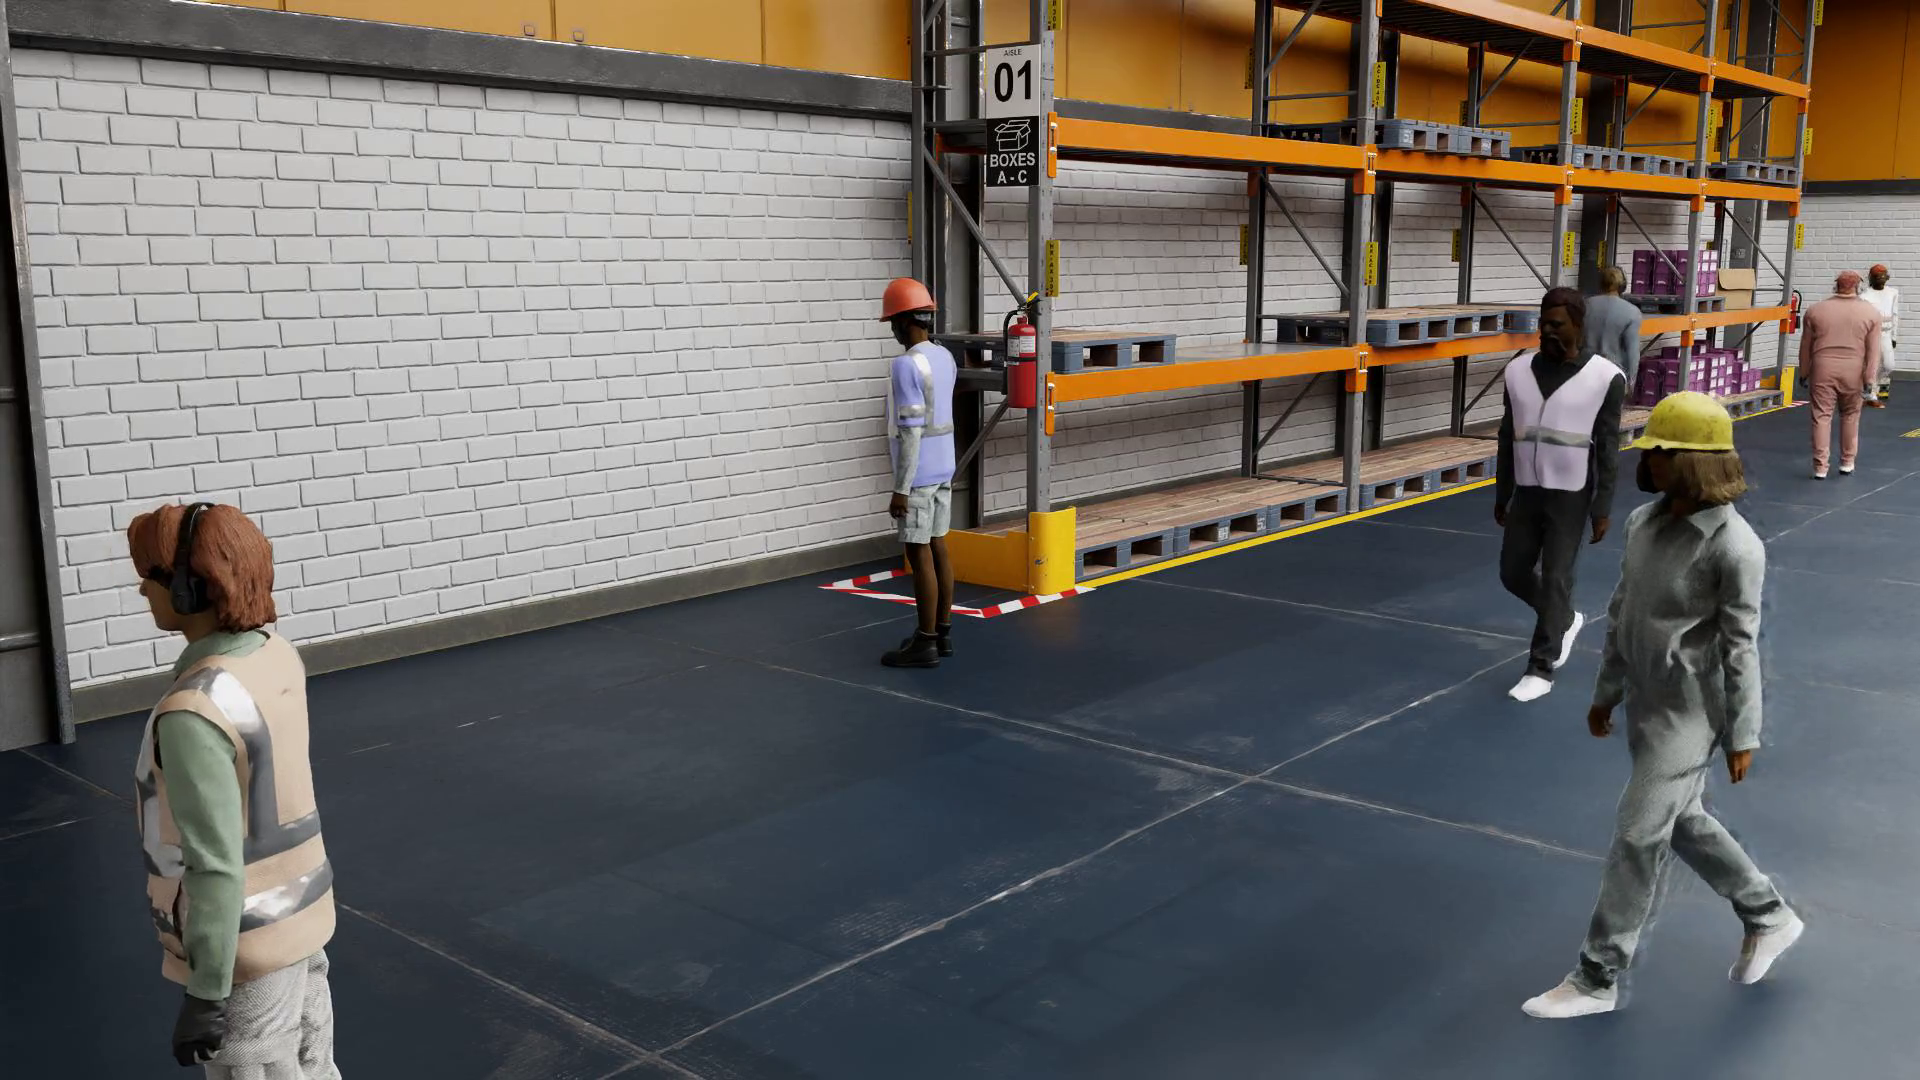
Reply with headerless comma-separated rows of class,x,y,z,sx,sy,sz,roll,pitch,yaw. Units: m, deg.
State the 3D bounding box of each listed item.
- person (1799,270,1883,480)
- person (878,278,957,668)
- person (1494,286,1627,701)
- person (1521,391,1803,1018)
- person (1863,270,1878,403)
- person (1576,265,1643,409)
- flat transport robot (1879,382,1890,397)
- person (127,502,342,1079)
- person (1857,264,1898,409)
person,7.973,-1.497,15.110,0.650,1.867,0.927,5,11,29
person,-0.224,-0.323,8.247,0.385,1.927,0.545,4,11,21
person,2.774,-0.220,7.720,0.594,1.904,0.609,-9,13,-40
person,1.980,0.443,4.503,0.848,1.713,0.488,-2,10,-10
person,12.134,-2.749,22.310,0.612,1.835,0.737,6,12,31
person,5.641,-1.437,14.591,0.480,1.922,0.649,-9,14,-43
flat transport robot,12.769,-2.178,23.517,0.652,0.197,1.431,5,11,28
person,-1.289,0.740,3.007,0.314,1.640,0.516,-1,10,-7
person,11.828,-2.617,21.466,0.605,1.868,0.404,-1,10,-6
